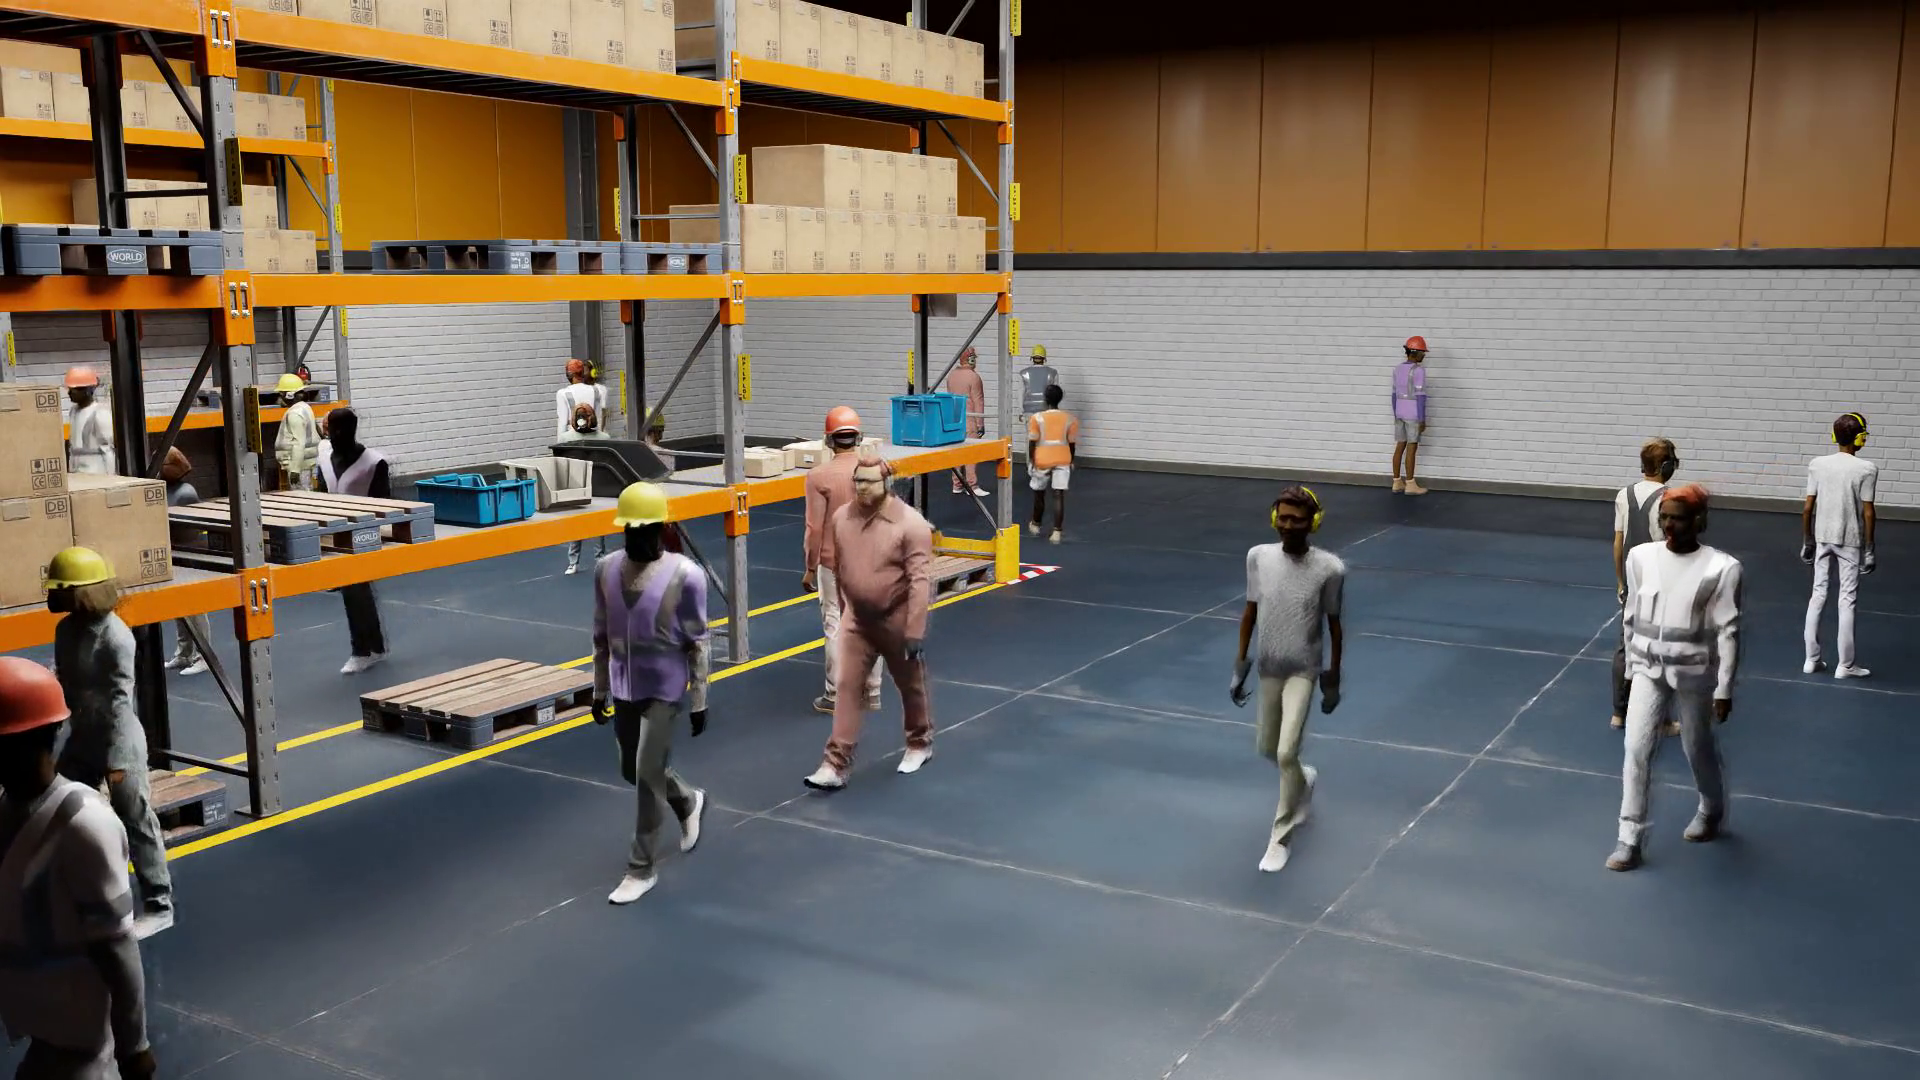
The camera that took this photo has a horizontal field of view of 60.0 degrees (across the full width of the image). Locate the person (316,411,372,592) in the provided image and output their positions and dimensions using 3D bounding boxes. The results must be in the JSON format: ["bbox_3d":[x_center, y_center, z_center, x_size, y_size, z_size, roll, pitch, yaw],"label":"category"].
[{"bbox_3d":[-5.497,-0.332,14.739,0.512,1.642,0.312,7,12,38],"label":"person"}]

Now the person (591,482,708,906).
[{"bbox_3d":[-1.410,0.660,7.714,0.596,1.905,0.800,4,10,26],"label":"person"}]

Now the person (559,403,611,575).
[{"bbox_3d":[-3.531,-0.482,15.691,0.497,1.634,0.278,-1,9,-4],"label":"person"}]

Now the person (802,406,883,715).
[{"bbox_3d":[-0.737,0.134,10.732,0.624,1.990,0.388,-6,11,-32],"label":"person"}]

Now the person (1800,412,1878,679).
[{"bbox_3d":[6.198,0.036,11.725,0.335,1.873,0.521,-6,11,-32],"label":"person"}]

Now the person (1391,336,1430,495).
[{"bbox_3d":[5.812,-1.603,21.436,0.394,2.039,0.608,-3,10,-19],"label":"person"}]

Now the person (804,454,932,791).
[{"bbox_3d":[-0.463,0.451,9.199,0.667,1.847,1.005,5,10,27],"label":"person"}]

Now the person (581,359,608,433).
[{"bbox_3d":[-4.422,-1.243,19.880,0.514,1.821,0.976,4,10,26],"label":"person"}]

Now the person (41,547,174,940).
[{"bbox_3d":[-3.622,0.880,6.920,0.506,1.716,0.662,5,10,29],"label":"person"}]

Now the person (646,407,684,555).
[{"bbox_3d":[-2.510,-0.213,13.652,0.559,1.750,0.474,5,10,28],"label":"person"}]

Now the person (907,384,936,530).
[{"bbox_3d":[-0.466,-0.964,18.656,0.540,1.652,0.857,-5,10,-29],"label":"person"}]

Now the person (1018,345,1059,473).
[{"bbox_3d":[1.119,-1.853,23.631,0.588,1.835,0.404,0,9,3],"label":"person"}]

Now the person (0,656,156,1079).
[{"bbox_3d":[-2.352,1.212,4.349,0.564,1.891,1.008,7,12,39],"label":"person"}]

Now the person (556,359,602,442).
[{"bbox_3d":[-4.294,-1.097,18.750,0.356,1.887,0.574,8,12,42],"label":"person"}]

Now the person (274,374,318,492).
[{"bbox_3d":[-6.726,-0.770,16.877,0.404,1.829,0.600,-2,9,-13],"label":"person"}]

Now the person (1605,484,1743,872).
[{"bbox_3d":[3.508,0.635,8.078,0.955,1.848,0.586,-8,12,-42],"label":"person"}]

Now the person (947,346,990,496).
[{"bbox_3d":[0.114,-1.516,21.286,0.409,1.913,0.642,-7,11,-37],"label":"person"}]

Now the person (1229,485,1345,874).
[{"bbox_3d":[1.622,0.627,8.135,0.522,1.845,0.808,6,11,35],"label":"person"}]

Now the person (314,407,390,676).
[{"bbox_3d":[-4.381,0.004,11.860,0.586,1.890,0.694,5,10,29],"label":"person"}]

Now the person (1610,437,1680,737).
[{"bbox_3d":[4.252,0.289,10.229,0.345,1.846,0.508,-6,11,-31],"label":"person"}]

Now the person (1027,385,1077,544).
[{"bbox_3d":[0.959,-0.822,17.699,0.555,1.658,0.827,-1,9,-9],"label":"person"}]

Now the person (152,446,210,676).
[{"bbox_3d":[-5.544,0.143,11.799,0.507,1.631,0.268,7,11,37],"label":"person"}]

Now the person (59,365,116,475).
[{"bbox_3d":[-7.923,-0.619,15.385,0.618,2.017,0.859,8,12,42],"label":"person"}]
